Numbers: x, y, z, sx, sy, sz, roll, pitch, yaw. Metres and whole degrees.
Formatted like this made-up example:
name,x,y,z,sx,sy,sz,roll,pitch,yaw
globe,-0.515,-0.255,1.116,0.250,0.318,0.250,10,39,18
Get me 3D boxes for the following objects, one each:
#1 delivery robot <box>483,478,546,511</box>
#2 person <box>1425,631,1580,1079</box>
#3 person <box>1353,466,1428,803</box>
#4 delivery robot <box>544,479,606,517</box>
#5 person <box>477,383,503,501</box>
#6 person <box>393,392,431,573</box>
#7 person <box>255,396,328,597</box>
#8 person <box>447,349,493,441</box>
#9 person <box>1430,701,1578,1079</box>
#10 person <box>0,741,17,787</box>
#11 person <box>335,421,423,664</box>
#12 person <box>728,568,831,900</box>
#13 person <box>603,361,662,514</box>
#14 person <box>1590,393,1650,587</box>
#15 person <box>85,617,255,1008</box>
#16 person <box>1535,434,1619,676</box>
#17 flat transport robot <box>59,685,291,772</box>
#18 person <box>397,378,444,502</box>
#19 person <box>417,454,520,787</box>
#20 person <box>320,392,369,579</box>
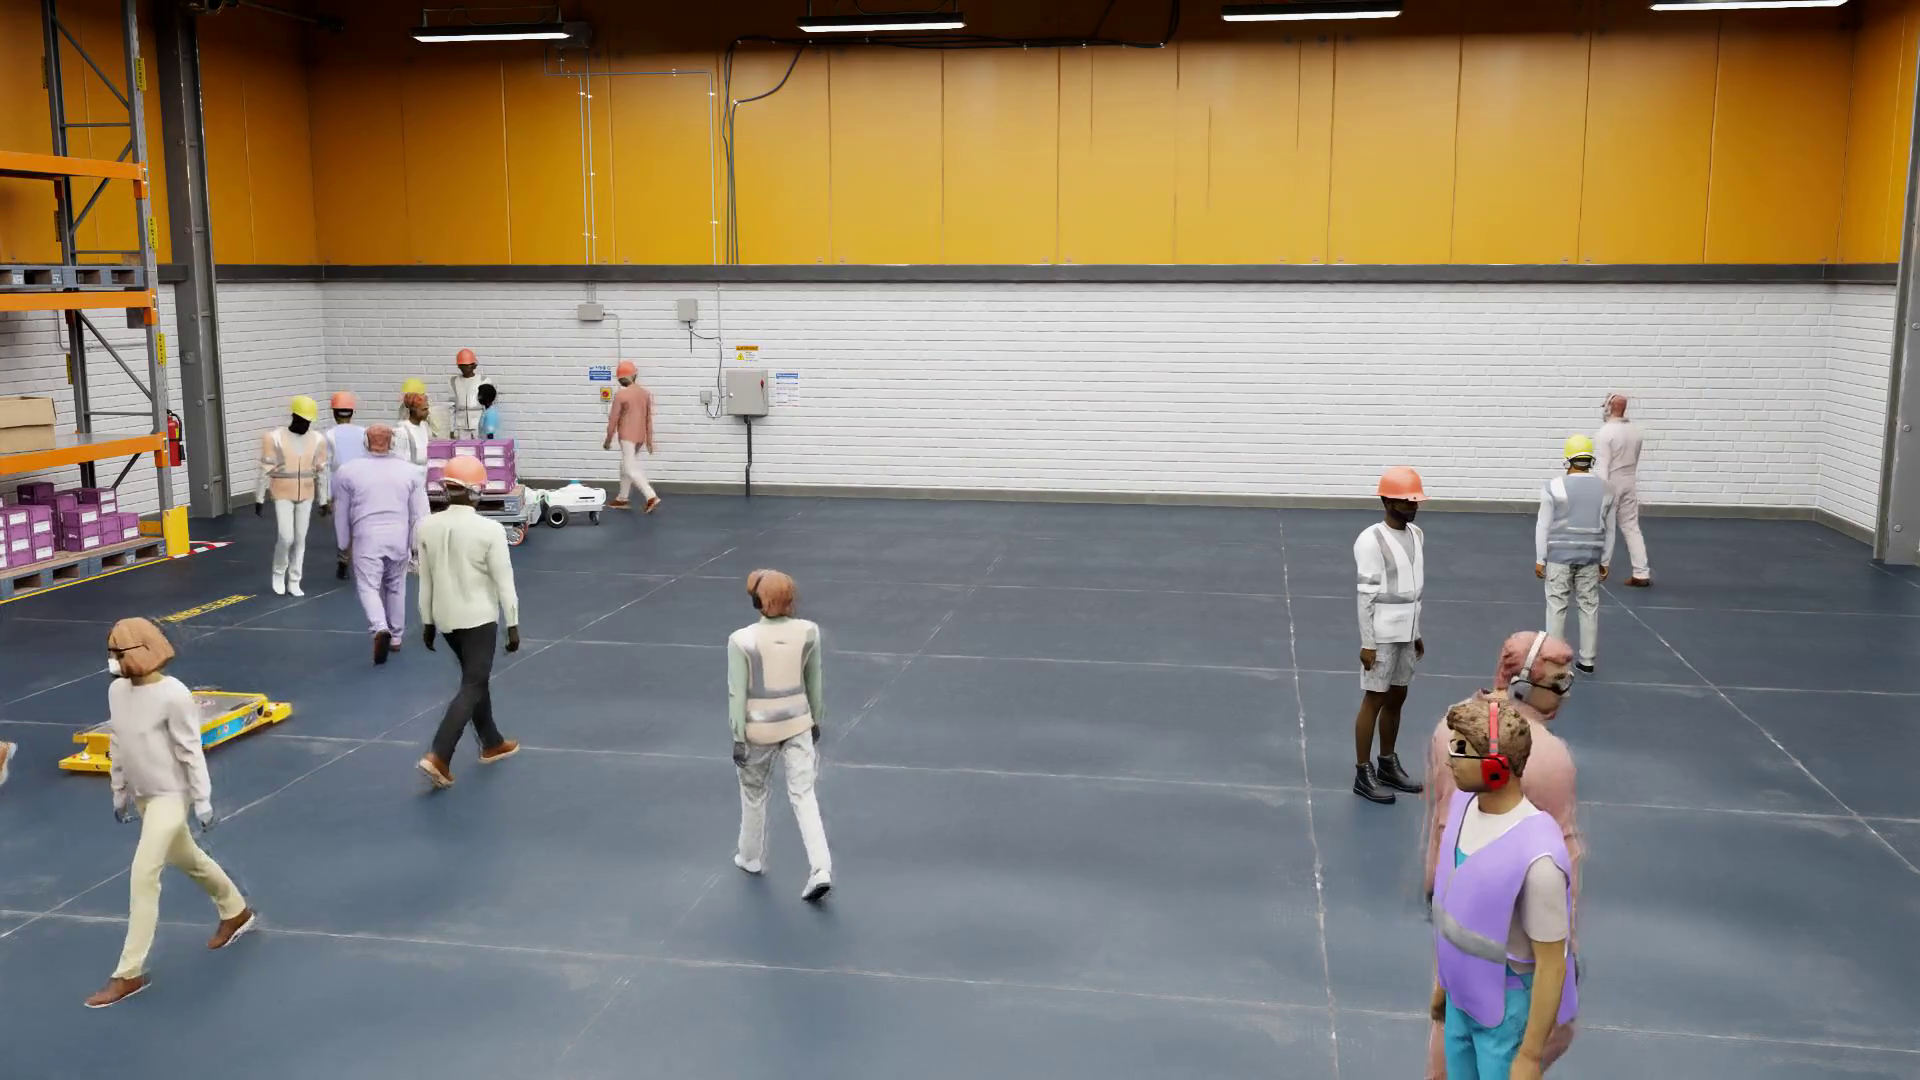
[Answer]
name,x,y,z,sx,sy,sz,roll,pitch,yaw
delivery robot,-5.349,-0.496,19.951,0.707,0.478,0.477,1,9,4
person,1.785,1.218,5.505,0.440,1.885,0.760,-3,10,-18
person,2.500,0.534,9.575,0.551,1.936,0.356,-8,12,-41
delivery robot,-4.610,-0.492,19.927,0.707,0.478,0.477,-3,9,-17
person,-5.780,-1.125,20.705,0.792,1.665,0.535,-4,10,-23
person,-5.592,-0.583,16.791,0.605,1.847,0.595,1,9,8
person,-6.198,-0.396,15.495,0.669,1.885,0.464,-8,12,-42
person,-6.470,-1.507,21.978,0.610,2.030,0.409,1,9,4
person,1.537,1.358,4.764,0.396,1.841,0.565,-1,9,-8
person,-5.663,0.619,9.165,0.642,1.910,0.900,3,10,16
person,-4.519,0.011,13.009,0.650,1.878,0.811,-5,11,-30
person,-0.879,0.931,8.122,0.520,1.603,0.835,-5,10,-29
person,-4.139,-1.302,21.016,0.985,1.923,0.587,5,10,26
person,6.333,-0.489,16.170,0.661,1.862,1.005,-5,10,-29
person,-3.427,1.098,7.172,0.500,1.586,0.874,5,11,30
person,4.620,0.119,12.522,0.585,1.824,0.405,0,9,-1
flat transport robot,-4.981,1.195,10.630,0.652,0.197,1.431,2,9,10
person,-6.523,-1.089,20.175,0.610,1.787,0.983,5,10,26
person,-2.965,0.467,9.941,0.632,1.959,0.970,4,10,21
person,-5.907,-0.491,16.127,0.556,1.884,1.006,-6,11,-31
